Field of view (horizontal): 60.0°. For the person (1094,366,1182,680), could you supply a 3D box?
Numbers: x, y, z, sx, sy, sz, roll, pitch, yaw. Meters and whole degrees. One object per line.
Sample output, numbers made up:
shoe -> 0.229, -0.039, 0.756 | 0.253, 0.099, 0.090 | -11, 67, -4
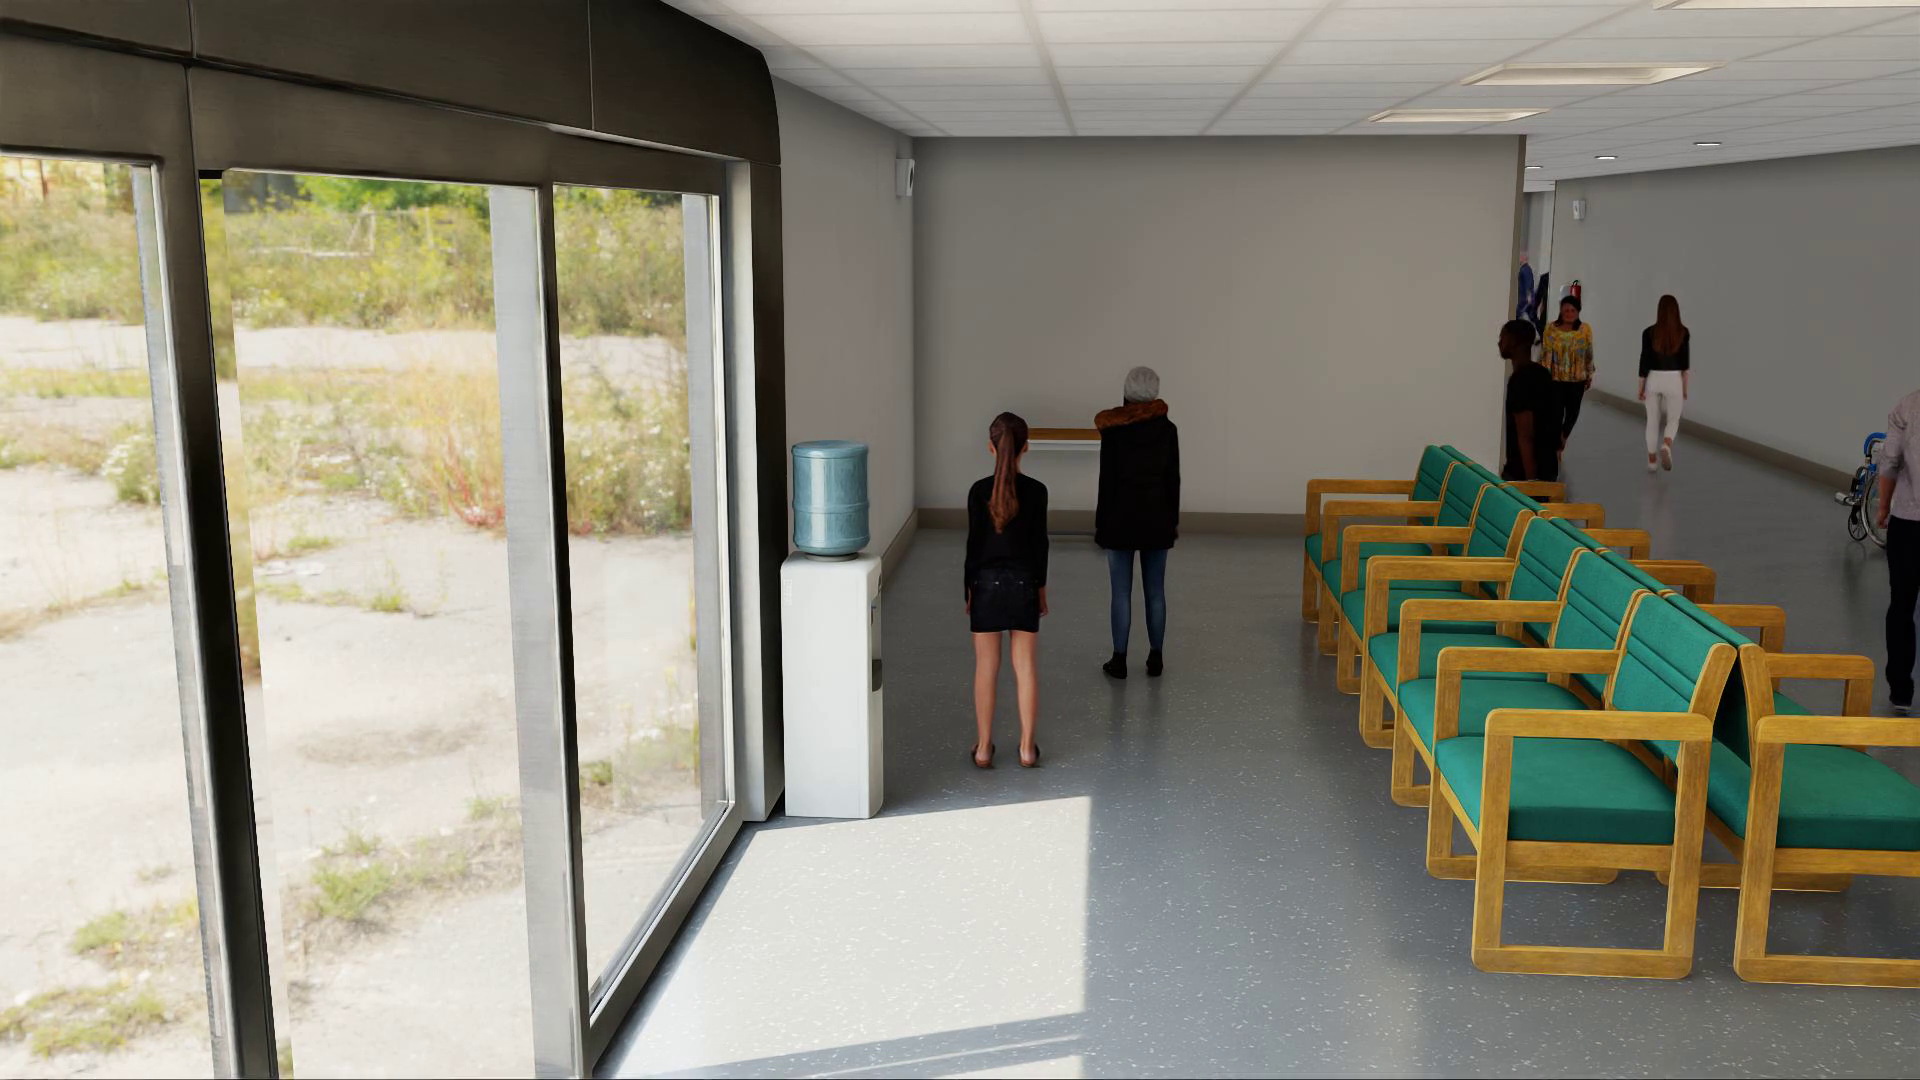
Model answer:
person -> 0.926, -0.096, 8.683 | 0.636, 1.634, 0.757 | -2, 11, -9

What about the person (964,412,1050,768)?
person -> 0.198, 0.214, 7.264 | 0.517, 1.554, 0.626 | -1, 11, -5

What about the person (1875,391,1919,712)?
person -> 4.681, -0.057, 8.023 | 1.123, 1.804, 1.022 | 6, 12, 28

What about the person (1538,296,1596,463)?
person -> 6.063, -1.604, 16.644 | 0.977, 1.629, 0.861 | 3, 11, 13

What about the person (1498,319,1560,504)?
person -> 3.511, -0.391, 9.904 | 1.284, 1.758, 1.131 | 10, 14, 42

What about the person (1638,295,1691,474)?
person -> 6.618, -1.444, 15.628 | 0.905, 1.693, 0.839 | 5, 12, 25
